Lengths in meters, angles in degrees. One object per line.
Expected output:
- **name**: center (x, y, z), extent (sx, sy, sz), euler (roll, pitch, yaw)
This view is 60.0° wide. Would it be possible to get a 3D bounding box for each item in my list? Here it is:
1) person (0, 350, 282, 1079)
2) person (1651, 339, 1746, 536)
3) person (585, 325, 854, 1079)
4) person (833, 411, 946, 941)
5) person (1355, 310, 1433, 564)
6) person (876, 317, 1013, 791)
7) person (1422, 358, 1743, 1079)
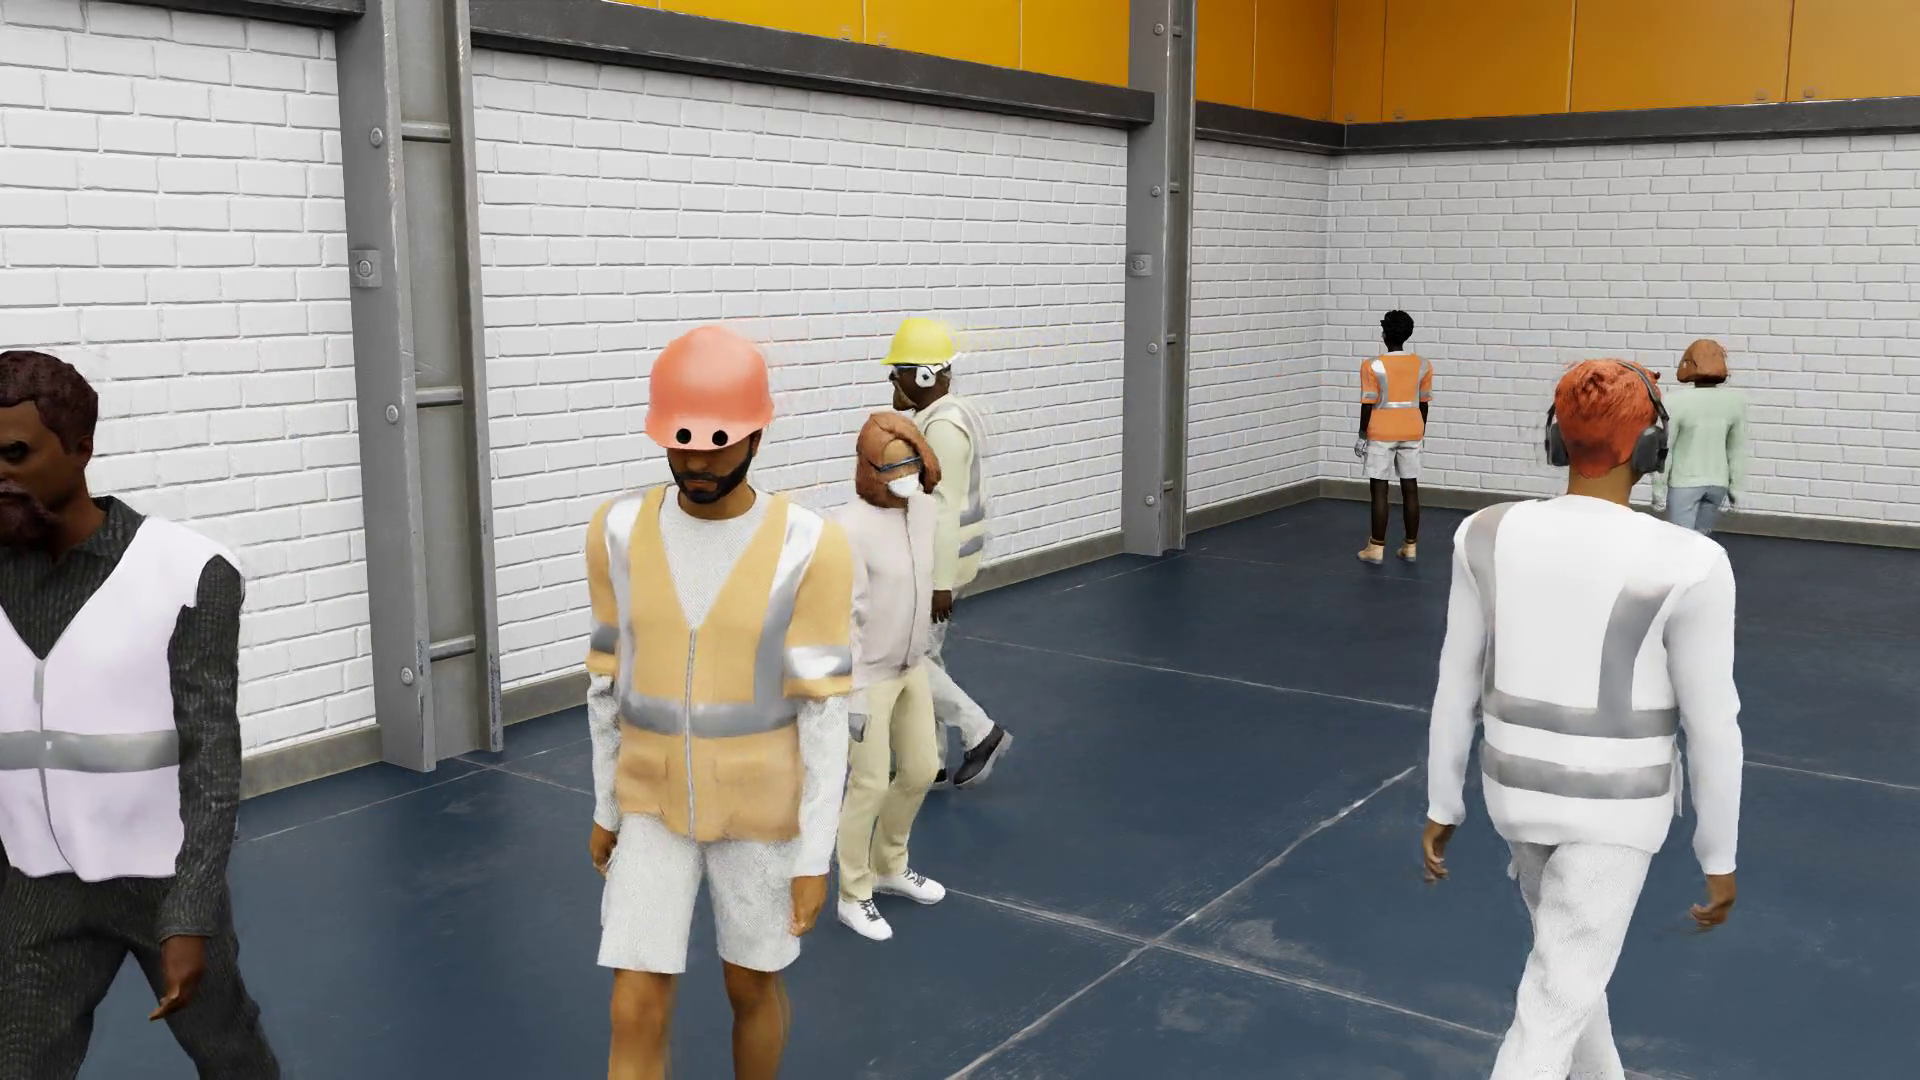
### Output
- **person**: center (-1.532, 0.607, 2.947), extent (0.597, 1.866, 1.009), euler (0, 10, 2)
- **person**: center (4.017, -0.277, 8.991), extent (0.504, 1.609, 0.715), euler (-2, 10, -9)
- **person**: center (-0.498, 0.552, 3.170), extent (0.569, 1.895, 0.854), euler (1, 10, 8)
- **person**: center (-0.225, 0.409, 4.908), extent (0.416, 1.597, 0.526), euler (6, 12, 34)
- **person**: center (2.897, -0.685, 11.138), extent (0.532, 1.697, 0.319), euler (-2, 10, -14)
- **person**: center (-0.103, 0.081, 6.219), extent (0.445, 1.813, 0.610), euler (-1, 10, -6)
- **person**: center (1.266, 0.551, 3.387), extent (1.010, 1.831, 0.592), euler (-8, 12, -39)
